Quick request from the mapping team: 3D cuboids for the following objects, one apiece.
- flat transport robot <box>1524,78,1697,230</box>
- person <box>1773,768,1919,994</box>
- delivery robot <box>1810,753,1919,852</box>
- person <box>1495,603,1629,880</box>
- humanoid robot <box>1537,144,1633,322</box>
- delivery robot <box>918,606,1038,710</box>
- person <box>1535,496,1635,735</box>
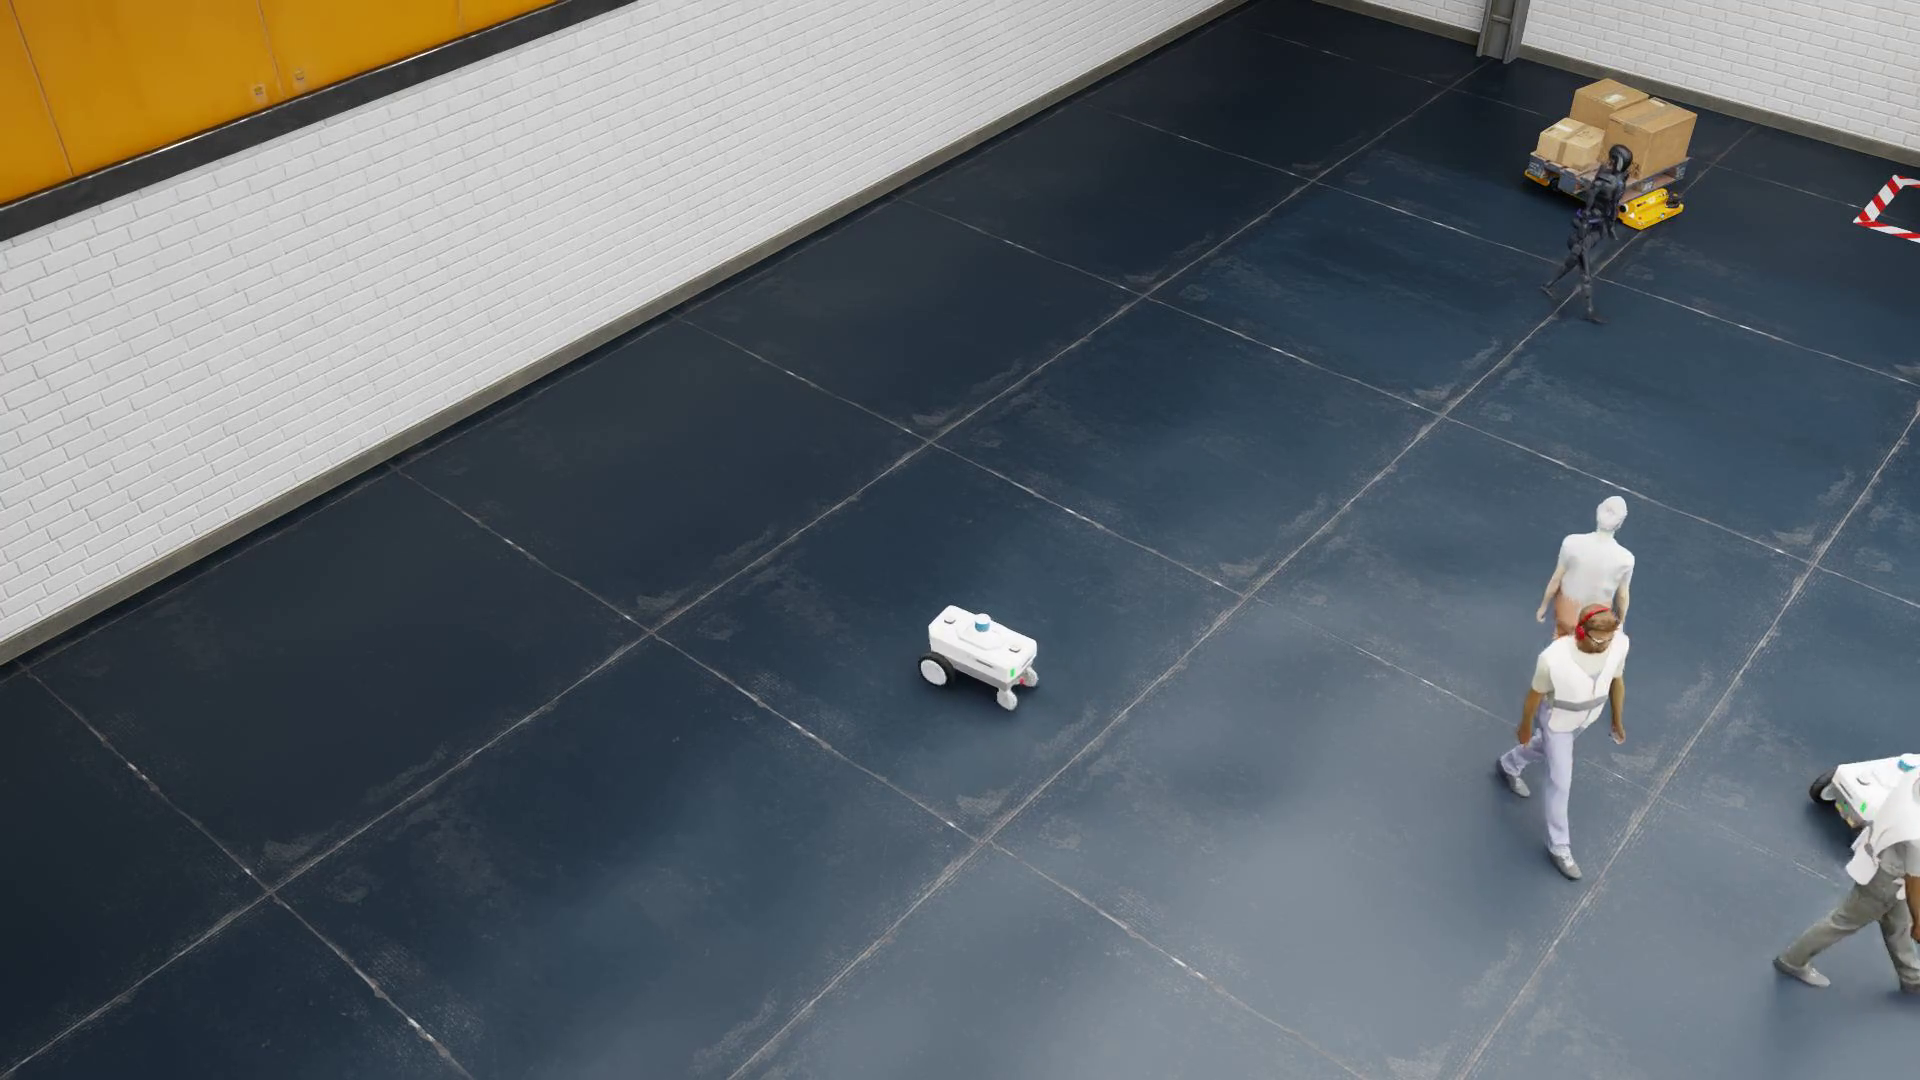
[{"bbox_3d":[6.457,-3.549,16.692,0.659,0.231,1.431,-24,45,-27],"label":"flat transport robot"},{"bbox_3d":[5.019,1.832,8.795,0.931,1.808,0.572,20,43,23],"label":"person"},{"bbox_3d":[5.664,1.552,10.134,0.769,0.598,0.512,-6,39,-8],"label":"delivery robot"},{"bbox_3d":[3.563,1.043,9.773,0.585,1.803,0.949,-16,41,-19],"label":"person"},{"bbox_3d":[5.545,-2.733,14.600,0.589,1.619,0.799,-29,47,-31],"label":"humanoid robot"},{"bbox_3d":[0.130,0.742,11.136,0.774,0.592,0.499,22,44,25],"label":"delivery robot"},{"bbox_3d":[3.961,0.451,10.583,0.507,1.705,0.906,22,44,25],"label":"person"}]
